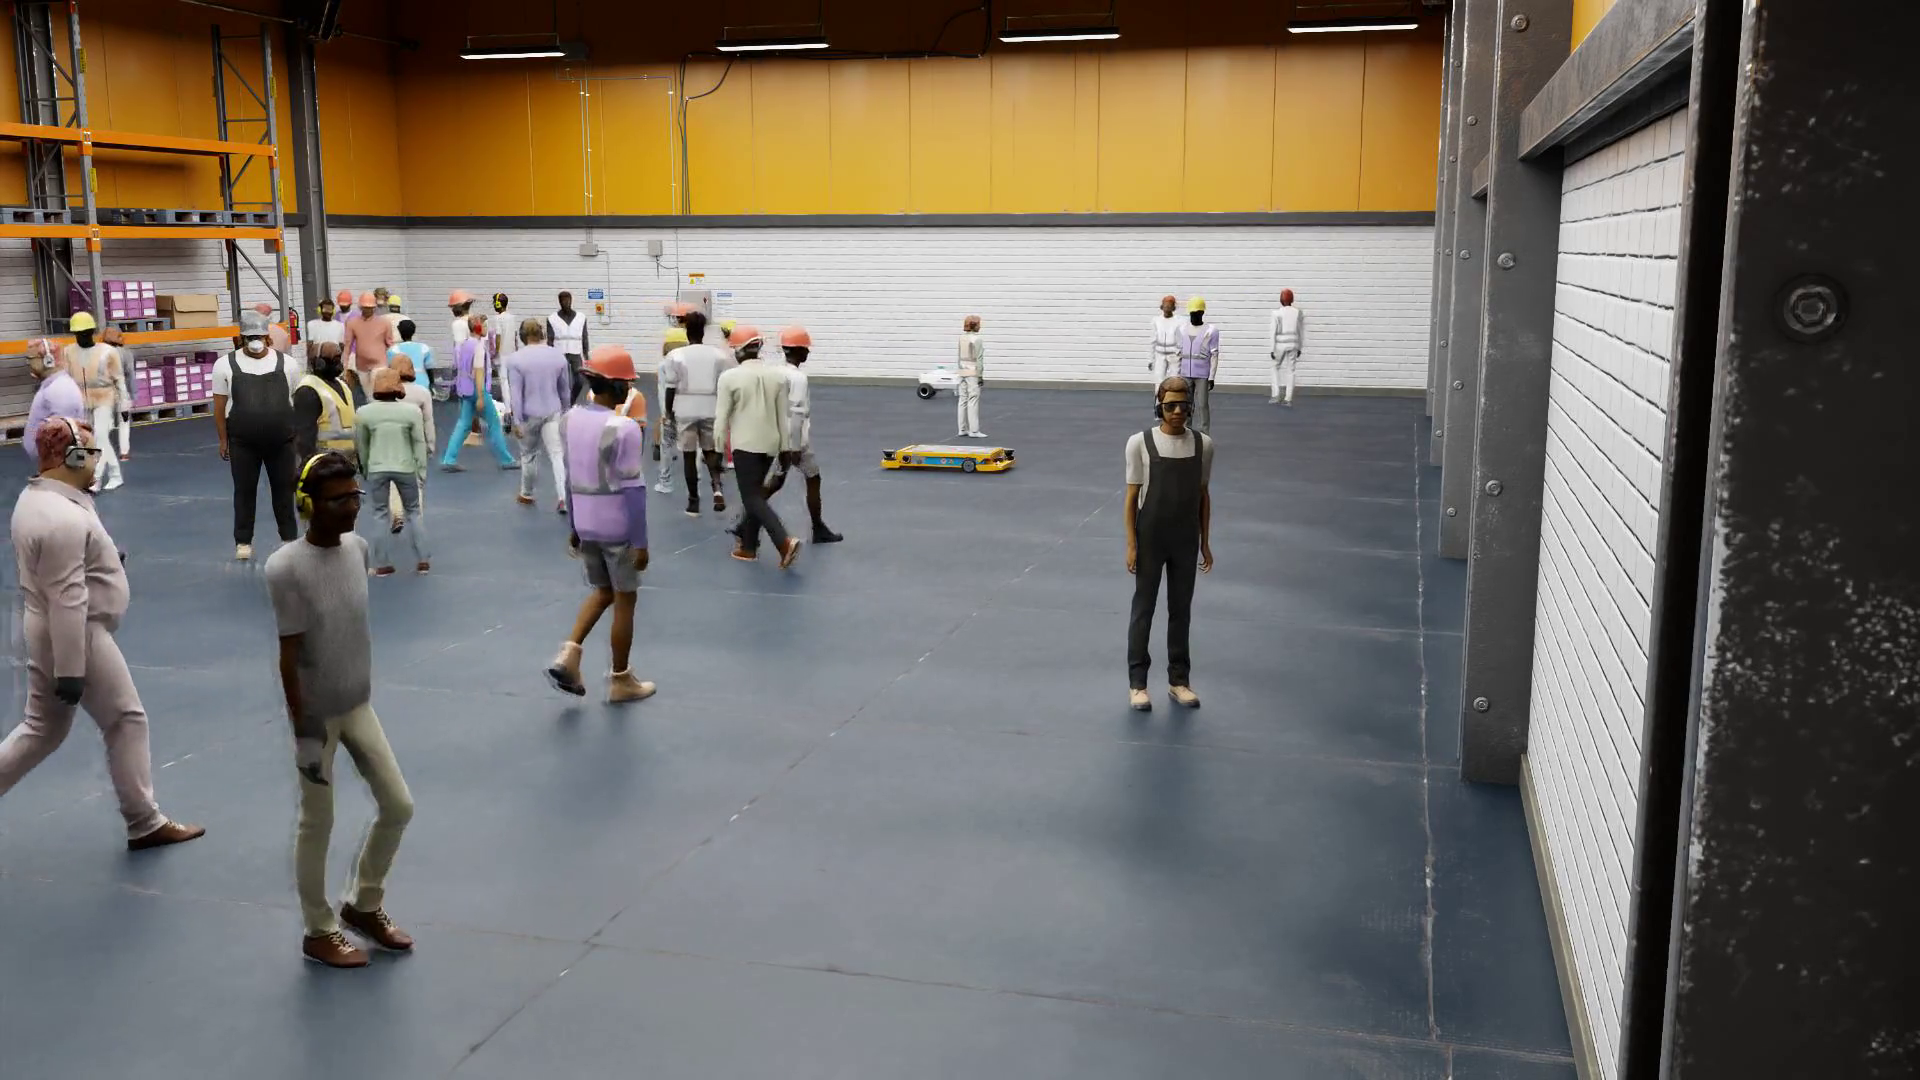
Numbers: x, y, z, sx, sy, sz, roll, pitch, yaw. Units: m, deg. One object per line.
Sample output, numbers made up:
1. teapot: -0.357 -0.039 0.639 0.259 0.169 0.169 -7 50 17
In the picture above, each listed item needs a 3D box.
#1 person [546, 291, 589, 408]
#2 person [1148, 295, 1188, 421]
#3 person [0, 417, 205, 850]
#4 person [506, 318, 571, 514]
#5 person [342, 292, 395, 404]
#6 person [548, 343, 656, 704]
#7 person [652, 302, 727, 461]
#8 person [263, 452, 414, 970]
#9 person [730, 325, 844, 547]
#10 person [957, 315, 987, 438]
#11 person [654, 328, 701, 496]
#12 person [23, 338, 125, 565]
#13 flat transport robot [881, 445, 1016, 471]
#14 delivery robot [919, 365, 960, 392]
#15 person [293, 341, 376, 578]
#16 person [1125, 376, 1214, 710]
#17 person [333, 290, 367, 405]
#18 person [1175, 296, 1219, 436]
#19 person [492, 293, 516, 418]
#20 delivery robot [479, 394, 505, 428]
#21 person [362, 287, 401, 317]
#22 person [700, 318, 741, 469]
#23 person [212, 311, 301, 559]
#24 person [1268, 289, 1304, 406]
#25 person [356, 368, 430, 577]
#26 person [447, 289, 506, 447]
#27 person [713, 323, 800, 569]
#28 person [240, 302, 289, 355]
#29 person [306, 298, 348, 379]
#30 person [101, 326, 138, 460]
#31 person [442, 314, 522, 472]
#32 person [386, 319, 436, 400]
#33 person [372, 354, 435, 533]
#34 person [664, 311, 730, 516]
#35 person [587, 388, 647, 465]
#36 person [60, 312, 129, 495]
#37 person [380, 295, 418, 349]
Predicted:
1. person: -5.771 -2.717 24.512 0.623 1.905 0.489 -4 11 -23
2. person: 3.106 -2.694 24.556 0.620 1.856 0.786 5 11 25
3. person: -3.749 0.429 6.854 0.933 1.868 0.636 -8 13 -39
4. person: -4.035 -1.195 16.014 0.656 1.877 1.078 -7 12 -35
5. person: -7.914 -2.331 22.234 0.669 1.932 1.034 -1 10 -3
6. person: -1.976 -0.067 9.182 0.628 2.023 0.533 8 13 37
7. person: -3.266 -1.895 19.934 1.010 1.880 0.565 -4 11 -19
8. person: -2.173 0.616 5.799 0.501 1.853 0.502 5 11 25
9. person: -1.495 -0.874 14.127 0.972 1.901 0.552 -6 12 -31
10. person: 0.144 -2.184 22.263 0.315 1.636 0.515 -7 12 -33
11. person: -2.902 -1.314 17.126 0.505 1.717 0.759 -6 11 -29
12. person: -6.536 -0.526 12.142 0.527 1.891 0.675 -6 12 -32
13. flat transport robot: -0.128 -0.952 19.148 1.431 0.197 0.652 3 10 15
14. delivery robot: -0.324 -2.692 27.932 0.707 0.478 0.477 2 10 9
15. person: -4.721 -0.611 12.801 0.637 1.826 0.661 1 10 4
16. person: 1.158 0.018 9.201 0.507 1.846 0.351 -2 10 -12
17. person: -9.594 -3.005 26.263 0.565 1.877 0.946 4 11 21
18. person: 2.961 -2.093 20.924 0.587 1.928 0.363 7 12 34
19. person: -6.787 -2.742 24.796 0.317 1.860 0.509 3 10 16
20. delivery robot: -6.354 -1.721 22.438 0.477 0.478 0.707 -1 10 -8
21. person: -9.536 -3.245 27.556 0.642 1.904 0.877 1 10 3
22. person: -2.704 -1.659 18.979 0.571 1.739 0.549 -7 12 -35
23. person: -5.720 -0.862 13.631 0.689 2.000 0.537 -5 11 -28
24. person: 5.234 -3.096 26.799 0.579 1.866 0.647 -1 10 -5
25. person: -4.395 -0.521 12.892 0.507 1.621 0.347 -3 10 -17
26. person: -6.098 -2.147 20.976 0.723 2.017 0.627 3 10 16
27. person: -1.583 -0.733 13.182 0.626 1.957 0.936 -9 13 -42
28. person: -8.564 -1.980 20.476 0.475 1.865 0.725 7 12 33
29. person: -8.772 -2.432 23.055 0.568 1.857 0.675 -4 11 -20
30. person: -10.042 -1.728 19.717 0.525 1.616 0.508 -1 10 -7
31. person: -5.465 -1.657 18.843 0.955 1.796 0.581 -7 12 -36
32. person: -6.651 -1.824 20.082 0.556 1.671 0.600 -7 12 -35
33. person: -4.869 -0.819 14.582 0.530 1.616 0.415 -4 11 -20
34. person: -2.476 -1.180 15.697 0.625 1.953 0.468 -5 11 -25
35. person: -2.863 -0.711 13.780 0.555 1.673 0.517 2 10 12
36. person: -8.973 -1.400 17.147 0.593 1.870 1.010 1 10 3
37. person: -8.672 -2.869 25.692 0.621 1.791 0.896 -1 10 -7
